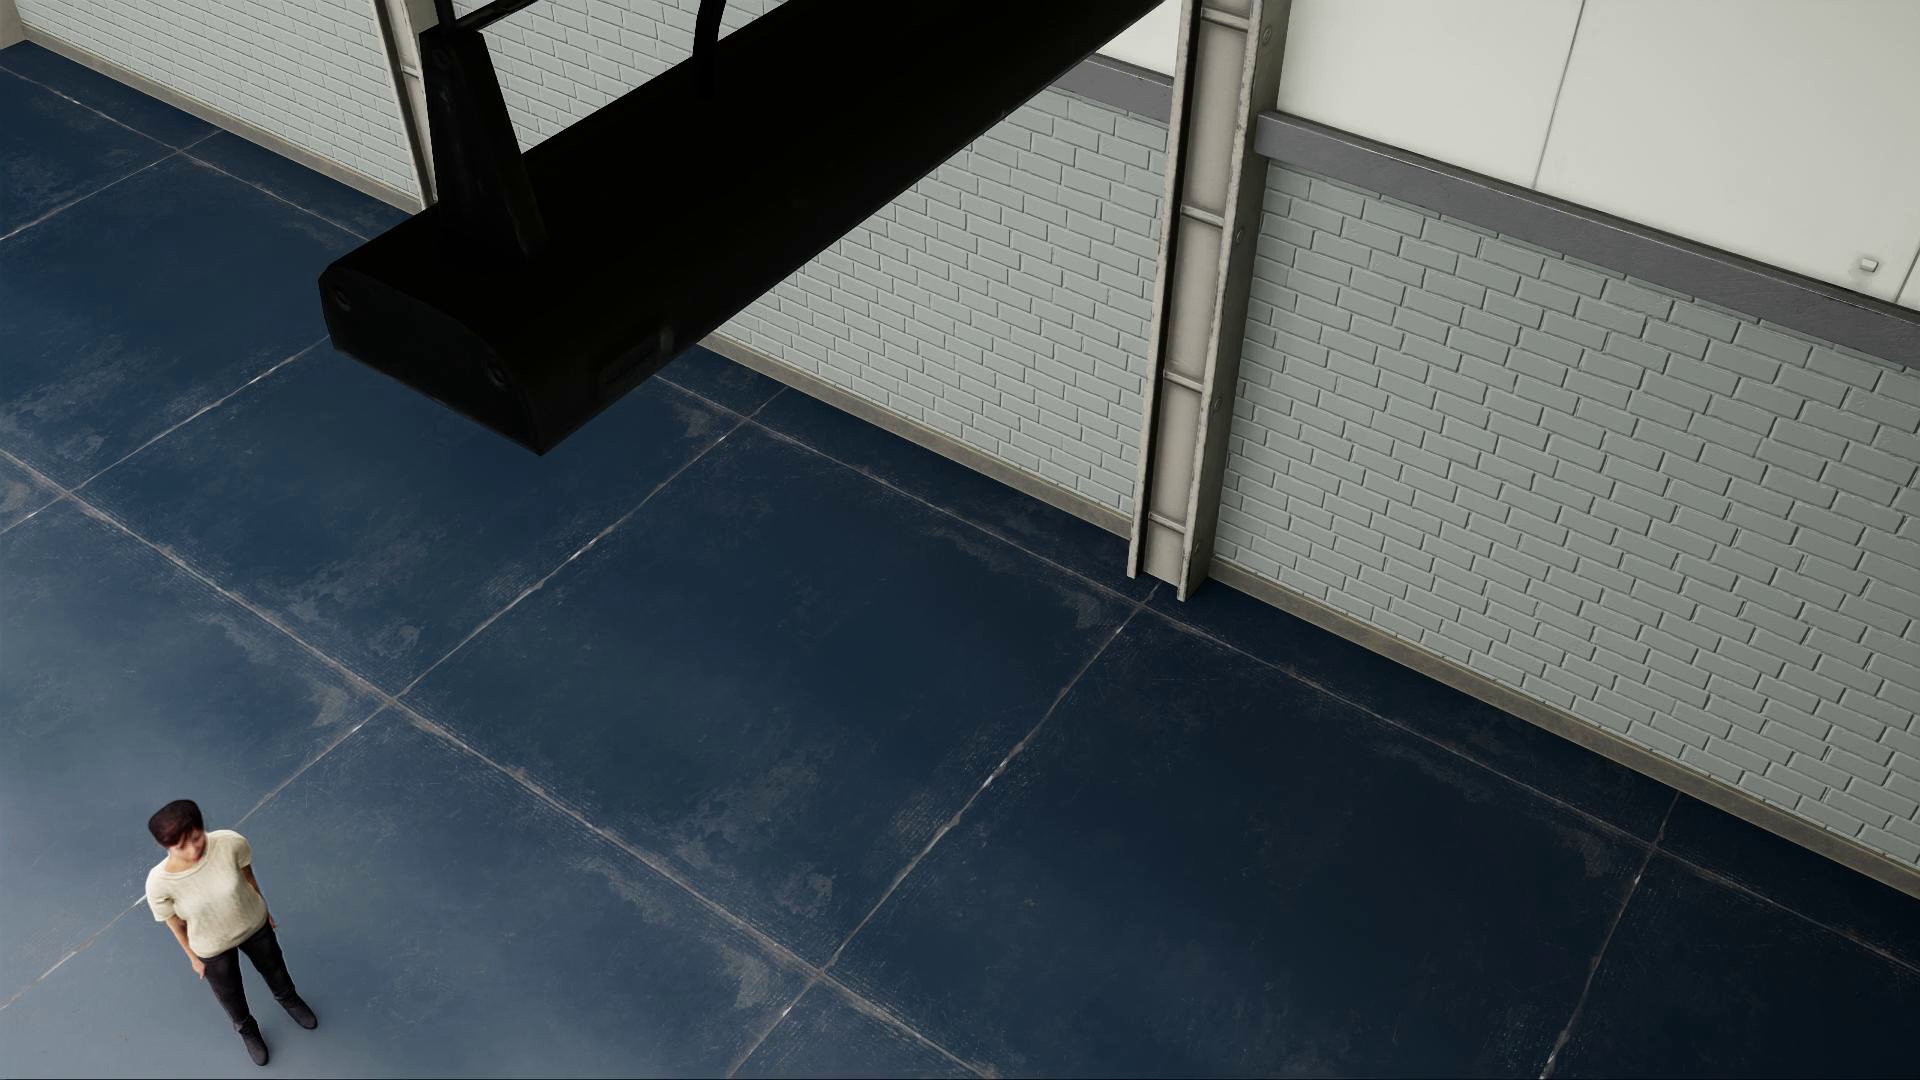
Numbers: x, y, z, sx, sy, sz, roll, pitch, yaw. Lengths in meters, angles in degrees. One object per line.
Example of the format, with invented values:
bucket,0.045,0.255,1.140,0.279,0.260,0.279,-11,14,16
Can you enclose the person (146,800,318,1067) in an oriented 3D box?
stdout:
person,-3.138,1.670,7.125,0.625,1.589,0.532,-34,53,-31
